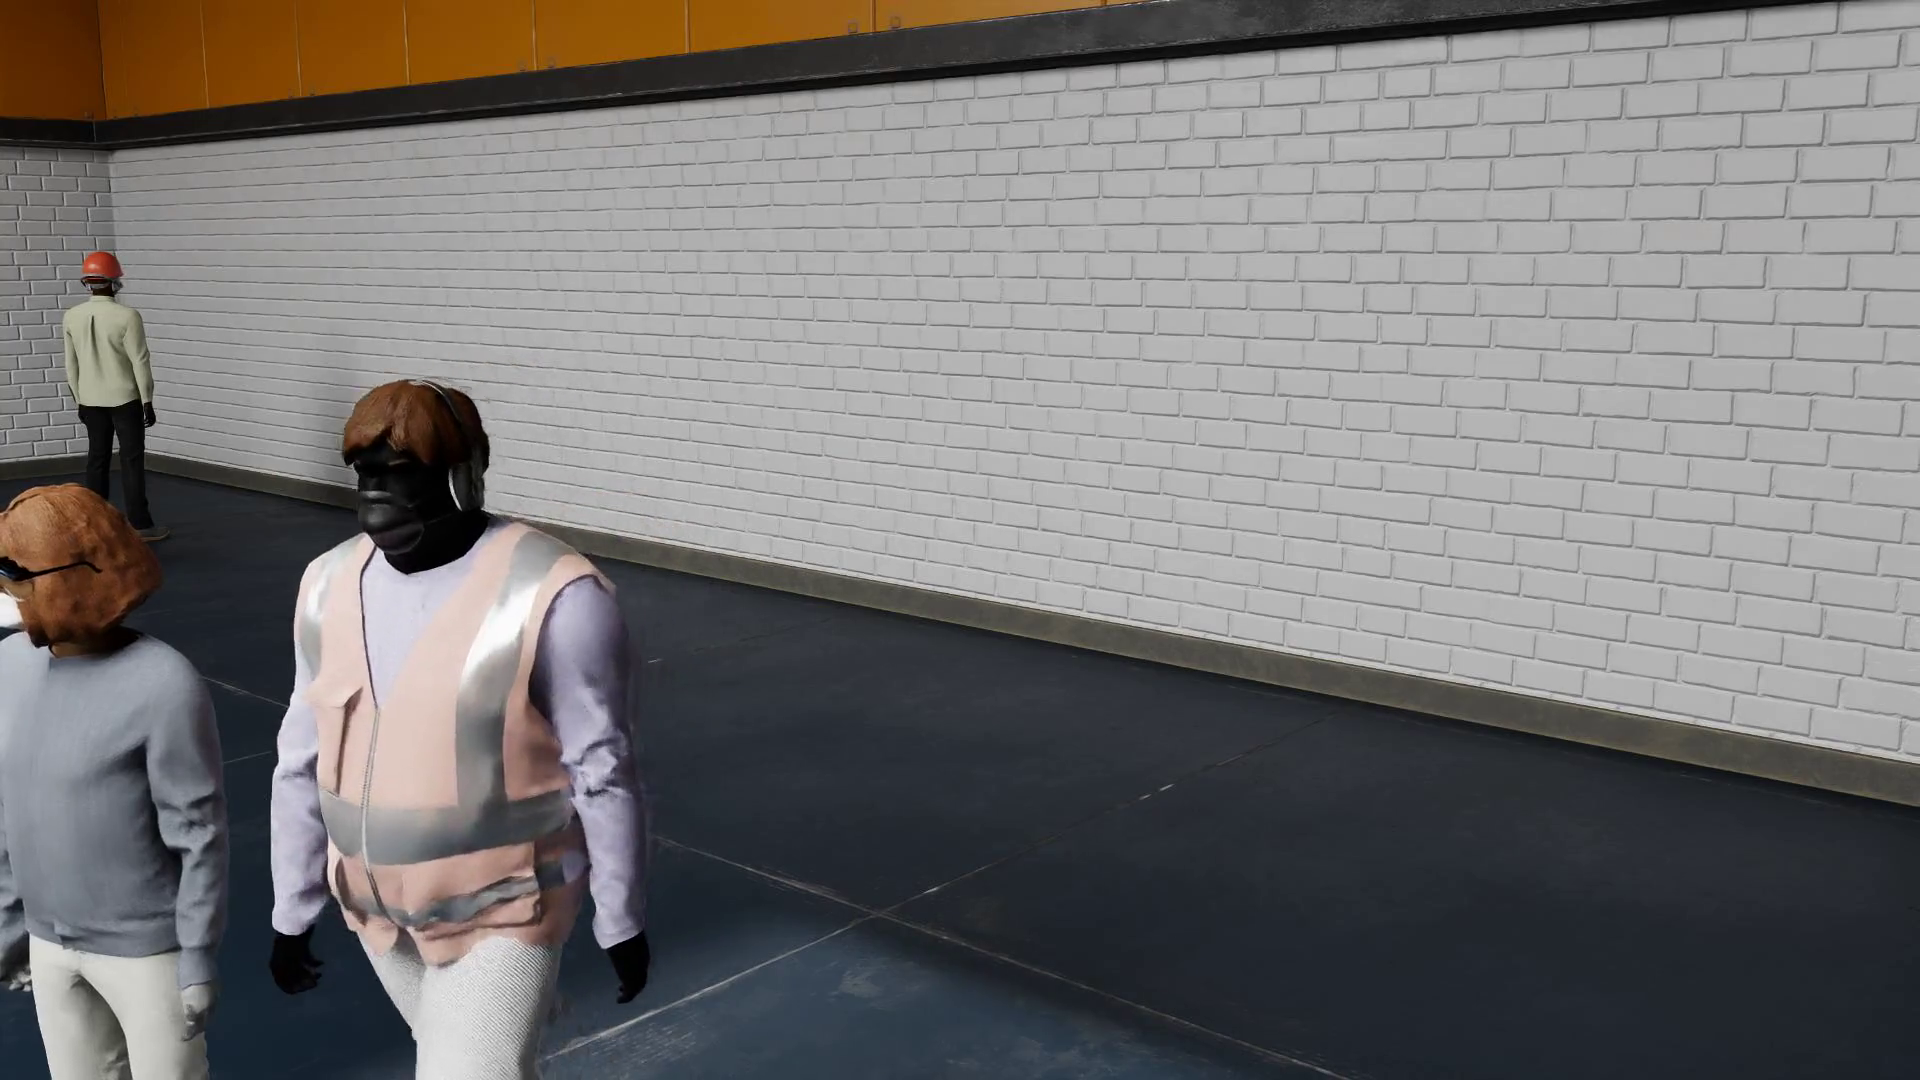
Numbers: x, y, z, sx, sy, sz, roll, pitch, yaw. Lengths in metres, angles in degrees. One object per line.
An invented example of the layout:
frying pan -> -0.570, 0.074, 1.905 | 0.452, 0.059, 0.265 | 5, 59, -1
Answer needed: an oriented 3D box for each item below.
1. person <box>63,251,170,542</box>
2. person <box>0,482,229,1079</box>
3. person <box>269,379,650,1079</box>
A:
person -> -5.808, -0.968, 11.415 | 0.612, 1.997, 0.375 | 2, 10, 9
person -> -1.490, 0.708, 2.907 | 0.498, 1.633, 0.283 | 4, 11, 22
person -> -0.915, 0.647, 2.761 | 0.657, 1.801, 0.932 | 4, 11, 24
